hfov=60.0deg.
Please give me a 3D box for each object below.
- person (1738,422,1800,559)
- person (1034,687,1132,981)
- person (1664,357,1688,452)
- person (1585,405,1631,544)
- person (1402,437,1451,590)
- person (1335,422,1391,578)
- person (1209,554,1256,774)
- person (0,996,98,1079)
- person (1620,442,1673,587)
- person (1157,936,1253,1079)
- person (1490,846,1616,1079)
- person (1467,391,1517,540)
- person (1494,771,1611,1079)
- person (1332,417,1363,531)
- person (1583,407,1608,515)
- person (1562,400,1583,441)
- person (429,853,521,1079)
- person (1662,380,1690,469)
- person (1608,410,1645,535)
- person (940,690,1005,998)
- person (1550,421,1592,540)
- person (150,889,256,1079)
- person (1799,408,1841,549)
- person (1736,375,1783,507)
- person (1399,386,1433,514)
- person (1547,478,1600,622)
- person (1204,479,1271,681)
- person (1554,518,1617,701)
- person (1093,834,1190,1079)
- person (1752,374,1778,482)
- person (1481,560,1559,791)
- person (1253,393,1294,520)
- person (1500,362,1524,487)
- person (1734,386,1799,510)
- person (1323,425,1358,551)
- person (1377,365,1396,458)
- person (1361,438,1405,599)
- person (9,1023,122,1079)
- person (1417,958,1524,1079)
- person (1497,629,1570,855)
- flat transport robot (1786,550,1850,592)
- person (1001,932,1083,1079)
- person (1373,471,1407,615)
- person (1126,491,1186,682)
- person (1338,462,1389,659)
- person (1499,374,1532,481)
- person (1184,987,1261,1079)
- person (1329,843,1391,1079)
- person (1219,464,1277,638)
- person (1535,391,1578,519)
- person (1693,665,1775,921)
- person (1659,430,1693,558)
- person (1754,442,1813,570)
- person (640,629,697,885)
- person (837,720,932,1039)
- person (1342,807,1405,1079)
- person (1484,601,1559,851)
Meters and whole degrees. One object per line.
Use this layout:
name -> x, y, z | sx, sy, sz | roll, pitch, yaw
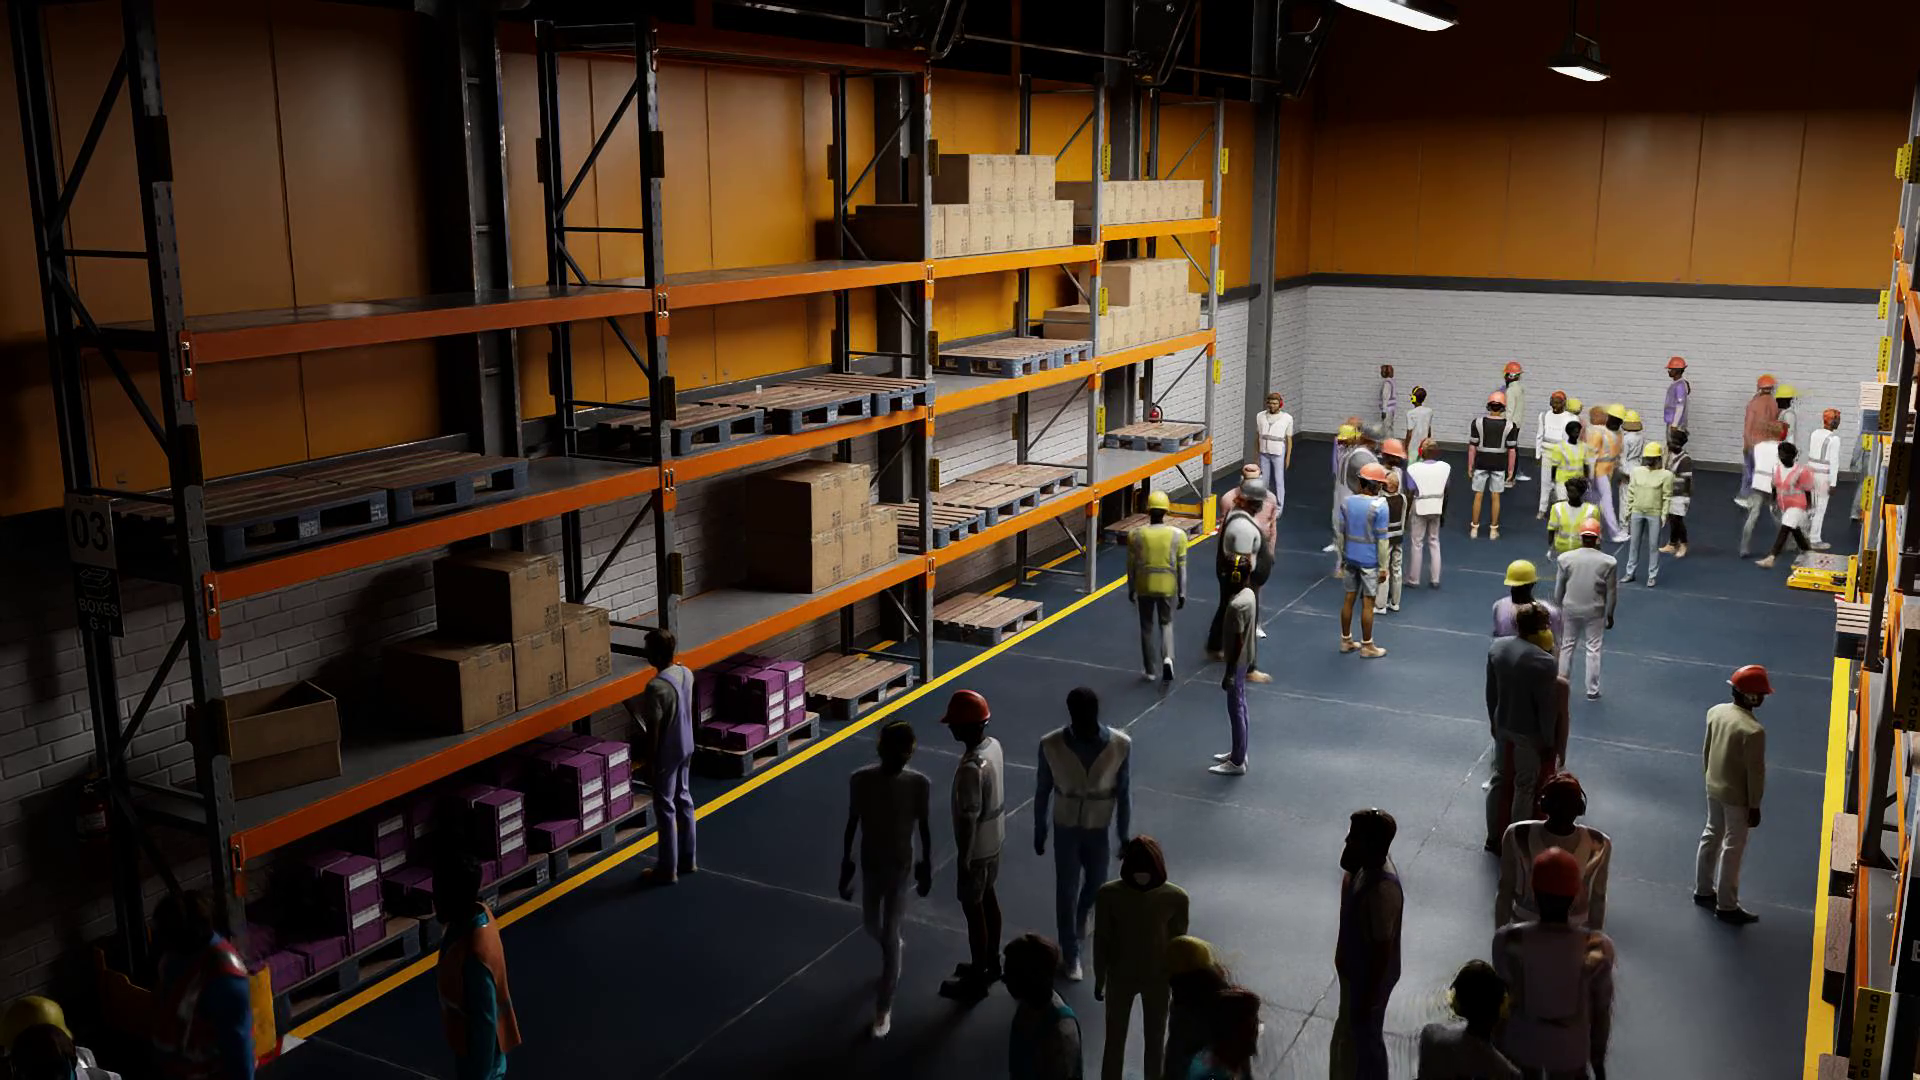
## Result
person -> 10.565, -0.648, 21.595 | 1.015, 1.785, 0.576 | -7, 14, -29
person -> 0.761, 1.778, 10.490 | 0.617, 1.888, 0.620 | -1, 13, -3
person -> 11.432, -1.920, 26.700 | 0.372, 2.042, 0.615 | 4, 13, 16
person -> 8.809, -0.897, 22.515 | 0.945, 1.865, 0.588 | 12, 17, 43
person -> 5.594, -0.310, 19.938 | 0.569, 1.843, 0.372 | -3, 13, -13
person -> 5.012, -0.501, 20.351 | 0.798, 2.000, 0.721 | 3, 13, 14
person -> 2.287, 1.031, 13.878 | 0.328, 1.872, 0.514 | 4, 13, 17
person -> -3.643, 2.667, 6.663 | 0.403, 1.825, 0.593 | 6, 14, 25
person -> 8.324, -0.319, 20.151 | 0.525, 1.771, 0.305 | 11, 16, 39
person -> 1.109, 2.570, 7.355 | 0.408, 1.699, 0.566 | -8, 15, -32
person -> 2.725, 2.374, 7.747 | 0.556, 1.926, 0.633 | 5, 13, 20
person -> 7.239, -1.011, 22.668 | 0.613, 2.031, 0.402 | 4, 13, 17
person -> 3.145, 2.138, 8.891 | 0.572, 1.883, 0.353 | 2, 13, 9
person -> 5.496, -0.942, 23.408 | 0.528, 1.550, 0.982 | 5, 14, 23
person -> 9.299, -1.141, 24.168 | 0.559, 1.614, 0.446 | -2, 13, -7
person -> 8.814, -1.151, 23.953 | 0.343, 1.740, 0.578 | 11, 17, 40
person -> -2.263, 2.367, 7.789 | 0.392, 1.919, 0.590 | -5, 14, -22
person -> 11.676, -1.796, 27.065 | 0.499, 1.634, 0.279 | -8, 15, -31
person -> 9.201, -0.920, 22.922 | 0.484, 1.738, 0.322 | -9, 15, -35
person -> 0.072, 1.839, 10.135 | 0.386, 1.929, 0.543 | 4, 13, 18
person -> 8.233, -0.765, 22.360 | 0.539, 1.682, 0.525 | -4, 13, -16
person -> -3.441, 2.436, 7.746 | 0.922, 1.809, 0.640 | -11, 17, -40
person -> 11.472, -0.818, 22.159 | 0.353, 1.878, 0.568 | -2, 13, -8
person -> 12.074, -1.485, 24.952 | 0.630, 1.961, 0.956 | 0, 13, -1
person -> 6.677, -1.317, 24.392 | 0.516, 1.873, 0.329 | -7, 14, -29
person -> 6.721, 0.148, 18.312 | 0.542, 1.657, 0.827 | 8, 15, 33
person -> 2.832, 0.339, 16.592 | 0.547, 2.000, 0.753 | -1, 13, -3
person -> 5.963, 0.652, 15.866 | 0.568, 1.743, 0.351 | 9, 15, 34
person -> 0.942, 2.308, 8.692 | 0.501, 1.633, 0.285 | 1, 13, 6
person -> 12.938, -1.798, 26.804 | 0.525, 1.761, 0.339 | -7, 14, -28
person -> 4.616, 1.077, 13.603 | 0.599, 1.902, 0.797 | 12, 17, 43
person -> 4.531, -1.222, 24.051 | 0.560, 1.836, 0.394 | 8, 15, 33
person -> 8.746, -1.836, 26.433 | 0.376, 1.995, 0.612 | 8, 15, 30
person -> 11.987, -1.331, 24.427 | 0.953, 1.877, 0.602 | 7, 14, 27
person -> 5.207, -0.698, 21.992 | 0.764, 1.702, 0.492 | -6, 14, -25
person -> 7.483, -2.258, 29.152 | 0.319, 1.631, 0.514 | 5, 13, 20
person -> 4.953, -0.241, 19.431 | 0.566, 1.933, 0.382 | -10, 16, -38
person -> -3.438, 2.717, 6.394 | 0.429, 1.844, 0.624 | 12, 17, 42
person -> 2.064, 2.620, 6.811 | 0.438, 1.846, 0.630 | -8, 15, -33
person -> 4.163, 1.477, 12.109 | 0.525, 1.772, 0.309 | 10, 16, 38
flat transport robot -> 10.617, 0.373, 20.436 | 0.652, 0.197, 1.431 | 8, 15, 32
person -> 0.353, 2.547, 7.170 | 0.359, 1.834, 0.520 | -4, 13, -16
person -> 4.843, 0.036, 18.850 | 0.512, 1.642, 0.312 | -9, 15, -34
person -> 1.918, 0.471, 16.321 | 0.581, 1.906, 0.495 | 0, 13, 1
person -> 4.186, 0.207, 17.199 | 0.404, 2.034, 0.609 | -9, 15, -35
person -> 8.897, -1.885, 26.959 | 0.793, 1.865, 0.635 | 4, 13, 18
person -> 1.030, 2.687, 6.633 | 0.503, 1.790, 0.668 | 1, 13, 4
person -> 2.114, 2.288, 8.775 | 0.274, 1.636, 0.507 | 1, 13, 5
person -> 3.097, 0.126, 17.849 | 0.646, 1.907, 0.401 | -2, 13, -9
person -> 8.541, -1.205, 23.876 | 0.576, 1.880, 0.351 | 11, 16, 40
person -> 5.241, 1.684, 11.218 | 0.342, 1.750, 0.568 | -2, 13, -8
person -> 9.320, -0.608, 21.653 | 0.361, 1.686, 0.660 | 0, 13, 1
person -> 10.498, -0.432, 20.981 | 0.898, 1.630, 0.528 | -4, 13, -17
person -> -2.064, 1.521, 11.774 | 0.359, 1.835, 0.512 | 6, 14, 23
person -> -0.429, 1.940, 9.917 | 0.555, 1.837, 0.761 | 3, 13, 14
person -> 2.073, 2.241, 8.519 | 0.345, 1.846, 0.508 | 2, 13, 7
person -> 4.095, 1.389, 12.123 | 0.370, 1.936, 0.638 | -6, 14, -25
